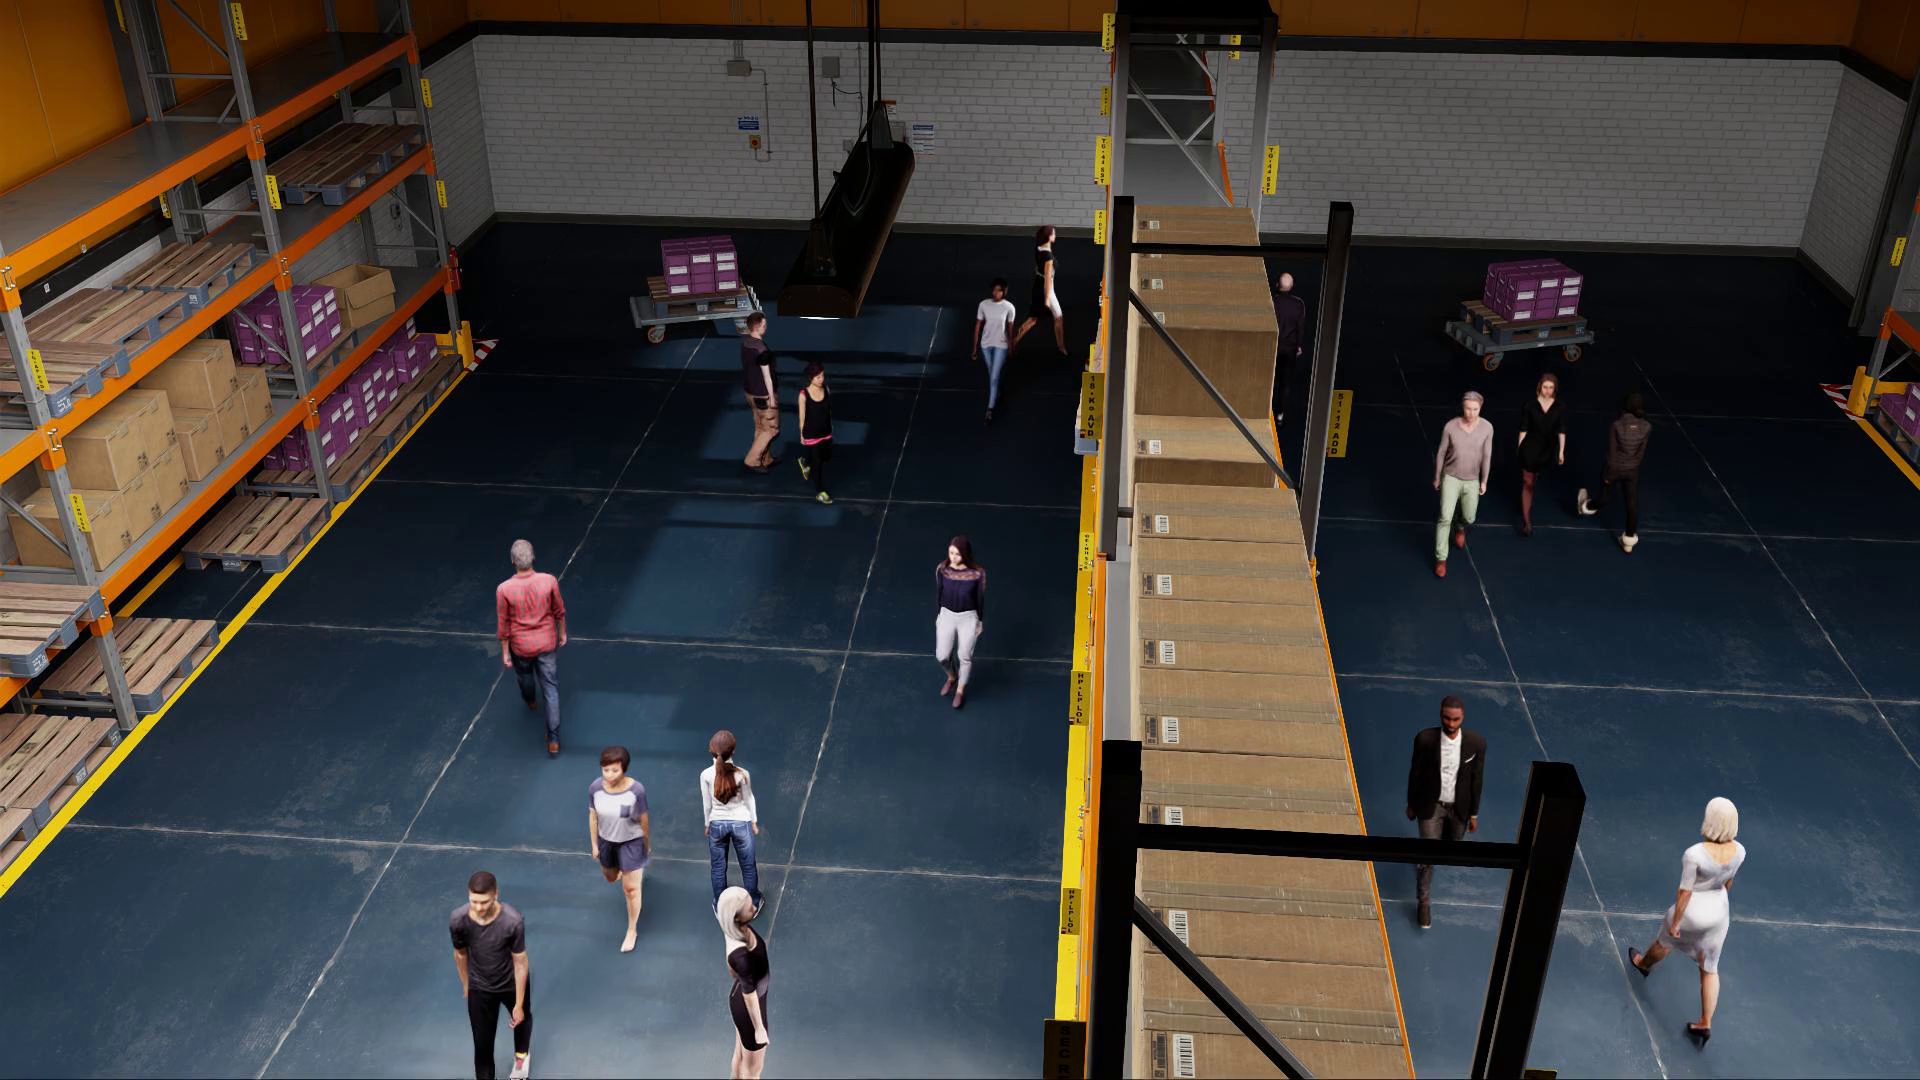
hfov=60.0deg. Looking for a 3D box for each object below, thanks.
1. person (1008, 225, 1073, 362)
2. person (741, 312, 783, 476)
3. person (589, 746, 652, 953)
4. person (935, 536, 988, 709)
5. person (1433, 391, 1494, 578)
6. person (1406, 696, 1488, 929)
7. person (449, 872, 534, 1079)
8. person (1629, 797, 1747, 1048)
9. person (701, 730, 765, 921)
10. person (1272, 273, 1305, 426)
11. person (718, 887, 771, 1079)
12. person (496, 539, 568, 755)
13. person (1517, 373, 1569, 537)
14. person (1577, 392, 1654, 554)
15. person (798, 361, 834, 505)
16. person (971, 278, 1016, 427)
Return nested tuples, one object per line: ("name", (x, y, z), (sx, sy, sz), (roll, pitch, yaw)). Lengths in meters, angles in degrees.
("person", (0.962, -3.002, 20.606), (1.051, 1.753, 1.146), (-14, 31, -23))
("person", (-2.181, -1.583, 17.918), (0.931, 1.835, 0.867), (-15, 32, -25))
("person", (-2.341, 2.047, 11.566), (0.591, 1.547, 0.919), (3, 29, 6))
("person", (0.020, 0.659, 14.053), (0.635, 1.600, 0.611), (8, 30, 15))
("person", (4.837, -0.613, 16.118), (0.711, 1.857, 1.016), (5, 29, 8))
("person", (3.386, 1.834, 11.717), (0.640, 1.774, 1.008), (3, 29, 6))
("person", (-2.806, 2.667, 10.233), (0.709, 1.734, 1.015), (-1, 29, -2))
("person", (4.775, 2.470, 10.630), (0.746, 1.700, 1.127), (-4, 29, -7))
("person", (-1.617, 1.996, 11.646), (0.556, 1.558, 0.556), (-2, 29, -3))
("person", (3.640, -2.113, 18.905), (0.690, 1.821, 0.830), (2, 29, 3))
("person", (-1.263, 2.795, 9.899), (0.715, 1.830, 0.576), (-10, 30, -17))
("person", (-3.424, 0.891, 13.433), (1.037, 1.788, 1.301), (-9, 30, -16))
("person", (5.859, -0.931, 16.906), (0.605, 1.659, 1.049), (3, 29, 5))
("person", (6.554, -0.743, 16.593), (0.628, 1.630, 1.005), (1, 29, 2))
("person", (-1.548, -1.160, 17.459), (0.883, 1.534, 0.937), (-23, 36, -35))
("person", (0.420, -2.222, 19.301), (0.797, 1.632, 1.211), (9, 30, 17))
